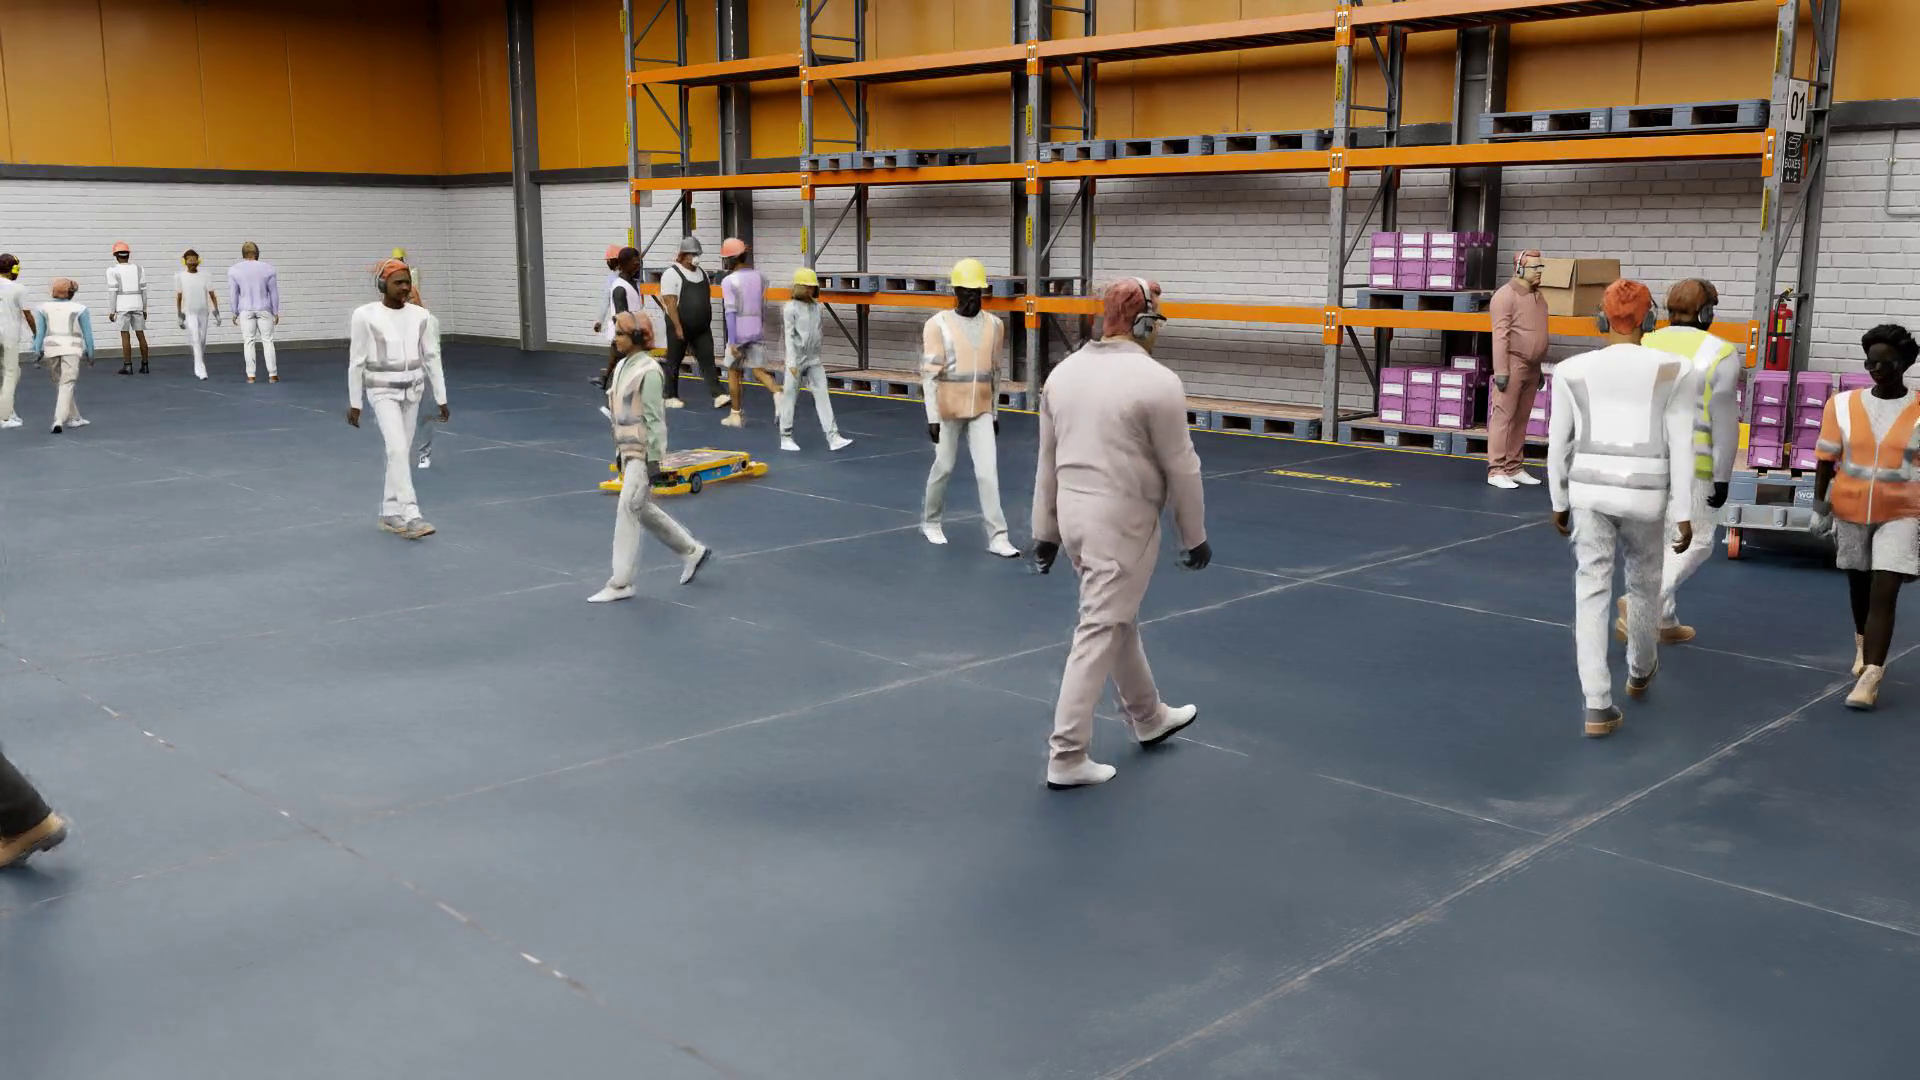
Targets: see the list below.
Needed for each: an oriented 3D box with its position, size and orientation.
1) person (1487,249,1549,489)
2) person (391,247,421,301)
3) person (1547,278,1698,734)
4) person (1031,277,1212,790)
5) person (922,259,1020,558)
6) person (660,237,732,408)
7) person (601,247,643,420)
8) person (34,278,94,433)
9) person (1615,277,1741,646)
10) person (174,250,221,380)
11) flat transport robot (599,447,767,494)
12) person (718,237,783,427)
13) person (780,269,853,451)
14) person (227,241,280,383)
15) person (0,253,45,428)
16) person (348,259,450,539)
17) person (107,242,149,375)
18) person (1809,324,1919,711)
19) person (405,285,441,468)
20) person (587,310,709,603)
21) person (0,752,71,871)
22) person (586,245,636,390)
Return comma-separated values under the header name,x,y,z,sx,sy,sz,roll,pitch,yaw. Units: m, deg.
name,x,y,z,sx,sy,sz,roll,pitch,yaw
person,4.519,-1.373,13.394,0.636,1.911,0.404,-9,14,-40
person,-9.467,-4.056,28.268,0.610,1.816,0.431,0,10,0
person,2.775,-0.163,6.983,0.595,1.835,0.990,5,12,27
person,0.664,-0.034,6.210,0.950,1.861,0.645,-7,13,-34
person,0.036,-0.855,10.671,0.607,1.894,0.862,-5,11,-25
person,-3.112,-2.529,19.337,0.999,2.000,0.691,10,15,44
person,-3.383,-2.043,17.059,0.607,1.903,0.640,0,10,0
person,-9.302,-1.916,17.245,0.555,1.585,0.851,0,10,-1
person,3.398,-0.345,8.017,0.697,1.827,0.636,-6,12,-31
person,-10.836,-3.200,23.655,0.537,1.823,0.967,-7,13,-34
flat transport robot,-2.223,-0.571,13.486,0.652,0.197,1.431,5,11,25
person,-2.189,-2.144,17.351,0.895,2.007,0.615,9,14,42
person,-1.386,-1.657,15.490,0.868,1.702,0.516,9,14,41
person,-9.675,-3.117,22.827,0.629,1.937,0.379,-4,11,-19
person,-10.061,-2.100,17.572,0.571,1.828,0.585,3,11,15
person,-3.689,-0.929,11.126,0.851,1.847,0.616,8,13,38
person,-12.144,-3.376,24.262,0.373,1.928,0.543,9,13,39
person,4.042,-0.129,7.332,0.534,1.645,0.902,9,14,41
person,-4.705,-1.380,14.264,0.502,1.607,0.725,-2,11,-10
person,-1.762,-0.478,9.317,0.737,1.616,0.533,-6,12,-29
person,-3.260,0.175,5.202,0.782,1.823,0.522,-3,11,-14
person,-4.469,-2.854,21.525,0.974,1.883,0.548,3,11,14
